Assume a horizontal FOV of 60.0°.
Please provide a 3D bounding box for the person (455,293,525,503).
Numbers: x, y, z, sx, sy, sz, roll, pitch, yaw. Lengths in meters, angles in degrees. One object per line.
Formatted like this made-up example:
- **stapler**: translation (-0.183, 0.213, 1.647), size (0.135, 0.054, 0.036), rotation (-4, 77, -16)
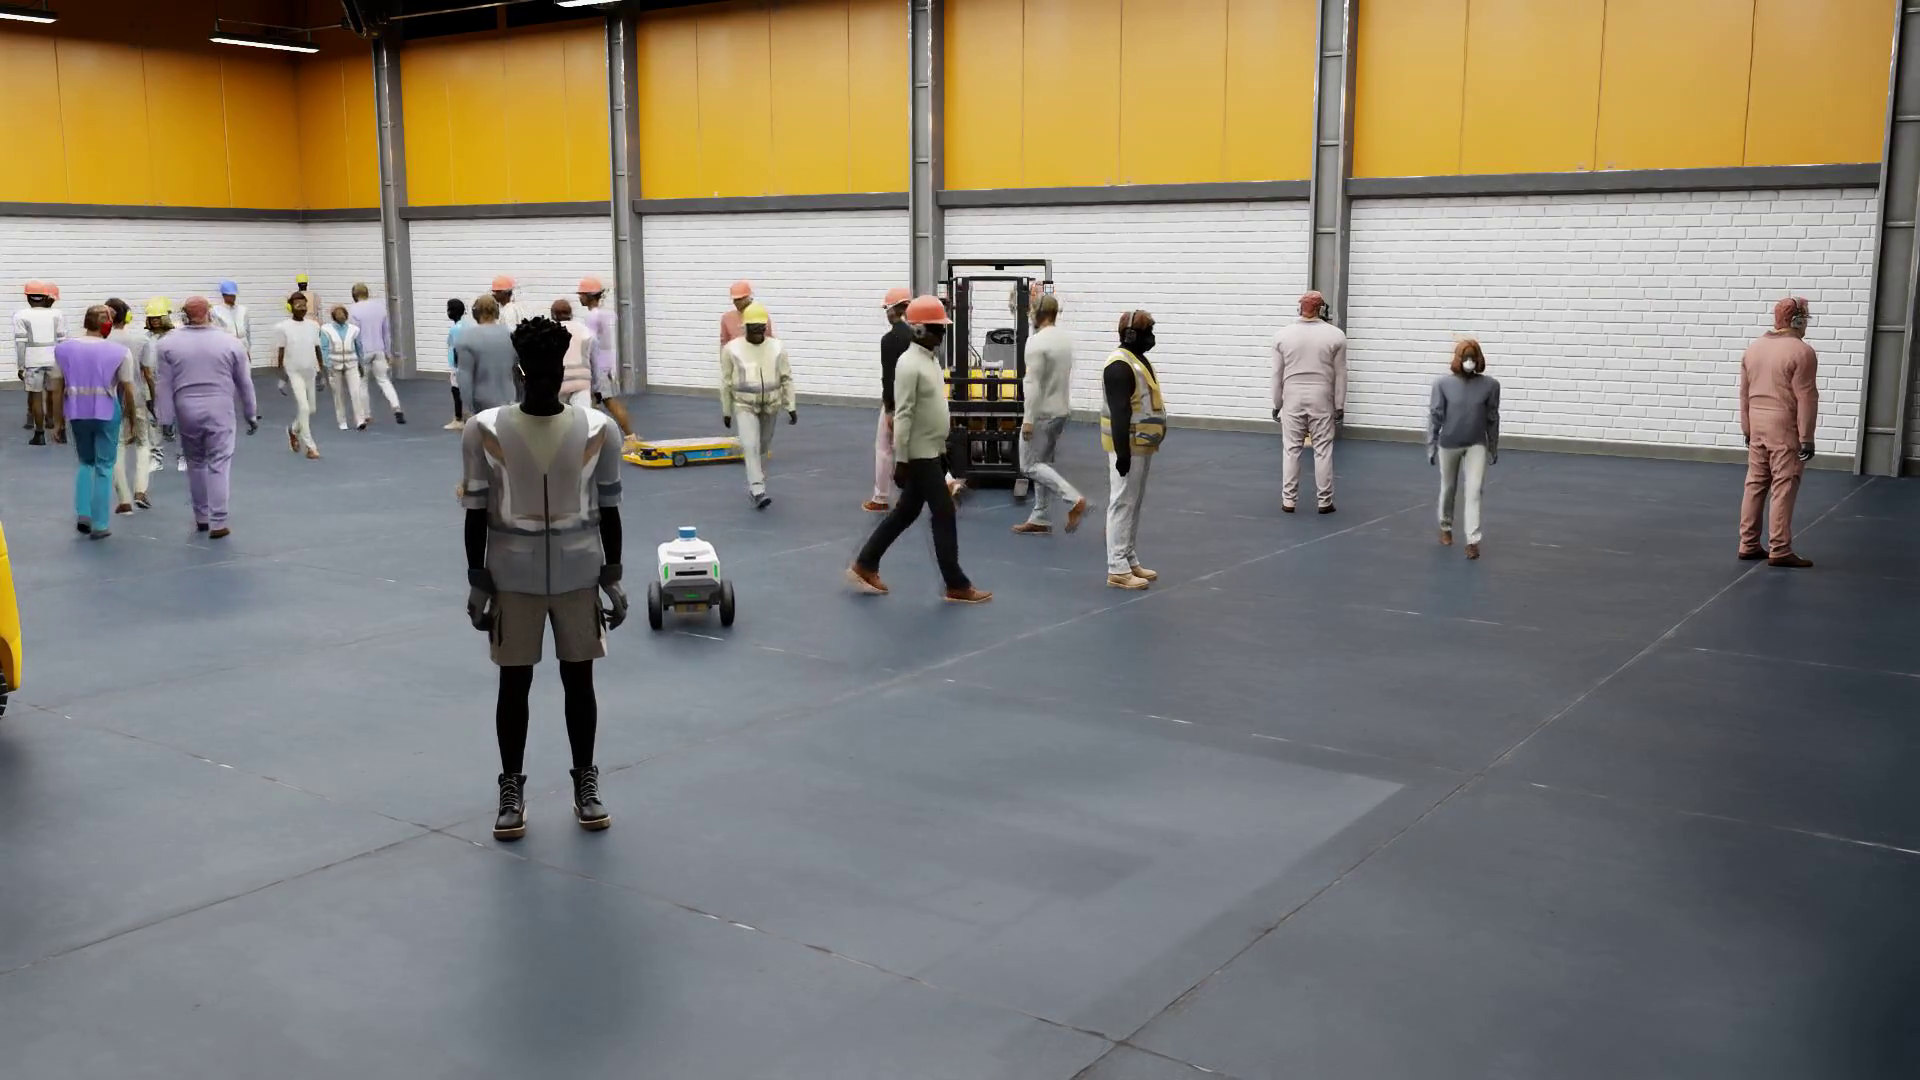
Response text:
- **person**: translation (-4.017, -1.157, 14.225), size (0.655, 1.880, 1.040), rotation (-8, 13, -41)

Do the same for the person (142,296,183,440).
- **person**: translation (-9.498, -2.052, 19.981), size (0.511, 1.745, 0.540), rotation (5, 11, 26)

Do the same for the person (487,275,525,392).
- **person**: translation (-5.571, -2.276, 20.619), size (1.094, 1.988, 0.620), rotation (-1, 10, -7)

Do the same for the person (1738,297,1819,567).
- **person**: translation (5.848, -0.767, 11.829), size (0.407, 1.906, 0.655), rotation (-3, 10, -15)

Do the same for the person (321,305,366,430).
- **person**: translation (-7.791, -2.165, 21.067), size (0.509, 1.596, 0.865), rotation (-5, 11, -27)

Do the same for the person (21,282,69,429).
- **person**: translation (-11.729, -2.354, 21.325), size (0.583, 1.890, 0.506), rotation (-6, 11, -33)

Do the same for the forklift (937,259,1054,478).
- **forklift**: translation (0.370, -1.738, 16.759), size (1.214, 2.155, 2.313), rotation (1, 10, 3)

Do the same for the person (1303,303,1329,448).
- **person**: translation (4.123, -1.913, 19.309), size (0.321, 1.689, 0.530), rotation (2, 10, 12)

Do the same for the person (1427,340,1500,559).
- **person**: translation (3.734, -0.697, 12.363), size (0.520, 1.588, 0.867), rotation (2, 10, 11)

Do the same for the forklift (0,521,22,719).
- **forklift**: translation (-5.296, -0.090, 6.943), size (1.214, 2.155, 2.313), rotation (7, 12, 35)

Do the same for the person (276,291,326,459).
- **person**: translation (-7.294, -1.826, 18.351), size (0.818, 1.845, 0.523), rotation (8, 13, 41)

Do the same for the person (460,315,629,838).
- **person**: translation (-1.558, 0.140, 6.270), size (0.603, 1.959, 0.375), rotation (-3, 10, -18)

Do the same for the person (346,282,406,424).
- **person**: translation (-7.734, -2.463, 22.001), size (0.804, 1.901, 0.648), rotation (7, 12, 36)

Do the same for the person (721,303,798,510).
- **person**: translation (-1.742, -1.164, 14.526), size (0.613, 1.778, 0.928), rotation (-4, 10, -23)

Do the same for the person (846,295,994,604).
- **person**: translation (-0.299, -0.577, 10.565), size (0.995, 1.958, 0.625), rotation (2, 10, 13)

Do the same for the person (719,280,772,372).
- **person**: translation (-2.393, -1.979, 18.946), size (0.663, 1.952, 0.897), rotation (2, 10, 13)

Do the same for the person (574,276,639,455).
- **person**: translation (-4.049, -1.926, 18.500), size (1.032, 1.994, 0.623), rotation (0, 10, -3)

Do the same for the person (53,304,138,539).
- **person**: translation (-6.733, -0.919, 12.979), size (0.600, 1.819, 0.498), rotation (-2, 10, -9)

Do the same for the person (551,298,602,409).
- **person**: translation (-3.869, -1.491, 16.488), size (0.662, 1.804, 0.955), rotation (-4, 10, -21)

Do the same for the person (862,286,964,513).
- **person**: translation (-0.412, -1.168, 14.093), size (0.940, 1.957, 0.606), rotation (8, 12, 38)

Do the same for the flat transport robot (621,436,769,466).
- **flat transport robot**: translation (-2.838, -0.960, 17.839), size (1.431, 0.197, 0.652), rotation (-6, 11, -32)

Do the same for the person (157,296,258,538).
- **person**: translation (-5.926, -0.978, 13.165), size (0.678, 1.873, 0.825), rotation (-2, 10, -14)

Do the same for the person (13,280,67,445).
- **person**: translation (-10.808, -2.081, 19.564), size (0.359, 1.938, 0.547), rotation (8, 13, 41)

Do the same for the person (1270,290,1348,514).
- **person**: translation (2.988, -1.175, 14.263), size (0.642, 1.909, 0.399), rotation (3, 10, 17)

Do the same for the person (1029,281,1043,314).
- **person**: translation (0.992, -2.324, 21.103), size (0.400, 1.910, 0.643), rotation (6, 11, 33)

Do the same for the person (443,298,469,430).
- **person**: translation (-6.311, -2.236, 21.227), size (0.554, 1.684, 0.548), rotation (0, 10, -2)

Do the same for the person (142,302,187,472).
- **person**: translation (-8.185, -1.567, 17.083), size (0.487, 1.744, 0.296), rotation (-2, 10, -11)

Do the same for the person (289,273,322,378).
- **person**: translation (-12.054, -3.937, 30.641), size (0.588, 1.930, 0.359), rotation (-7, 12, -36)

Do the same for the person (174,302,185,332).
- **person**: translation (-8.615, -1.845, 18.772), size (0.547, 1.717, 0.877), rotation (-2, 10, -9)

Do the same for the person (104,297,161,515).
- **person**: translation (-7.166, -1.140, 14.222), size (0.572, 1.850, 0.461), rotation (-5, 11, -27)

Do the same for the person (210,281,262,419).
- **person**: translation (-9.942, -2.577, 22.674), size (1.016, 1.893, 0.639), rotation (8, 13, 41)

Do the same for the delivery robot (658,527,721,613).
- **delivery robot**: translation (-1.636, 0.166, 10.015), size (0.477, 0.478, 0.707), rotation (-2, 10, -12)

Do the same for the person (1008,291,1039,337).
- **person**: translation (0.639, -1.900, 18.789), size (0.956, 1.832, 0.576), rotation (-4, 10, -22)

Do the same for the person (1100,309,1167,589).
- **person**: translation (1.155, -0.606, 11.062), size (0.429, 1.842, 0.634), rotation (3, 10, 18)

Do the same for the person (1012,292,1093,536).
- **person**: translation (0.713, -0.954, 12.912), size (0.623, 1.919, 0.640), rotation (5, 11, 25)
